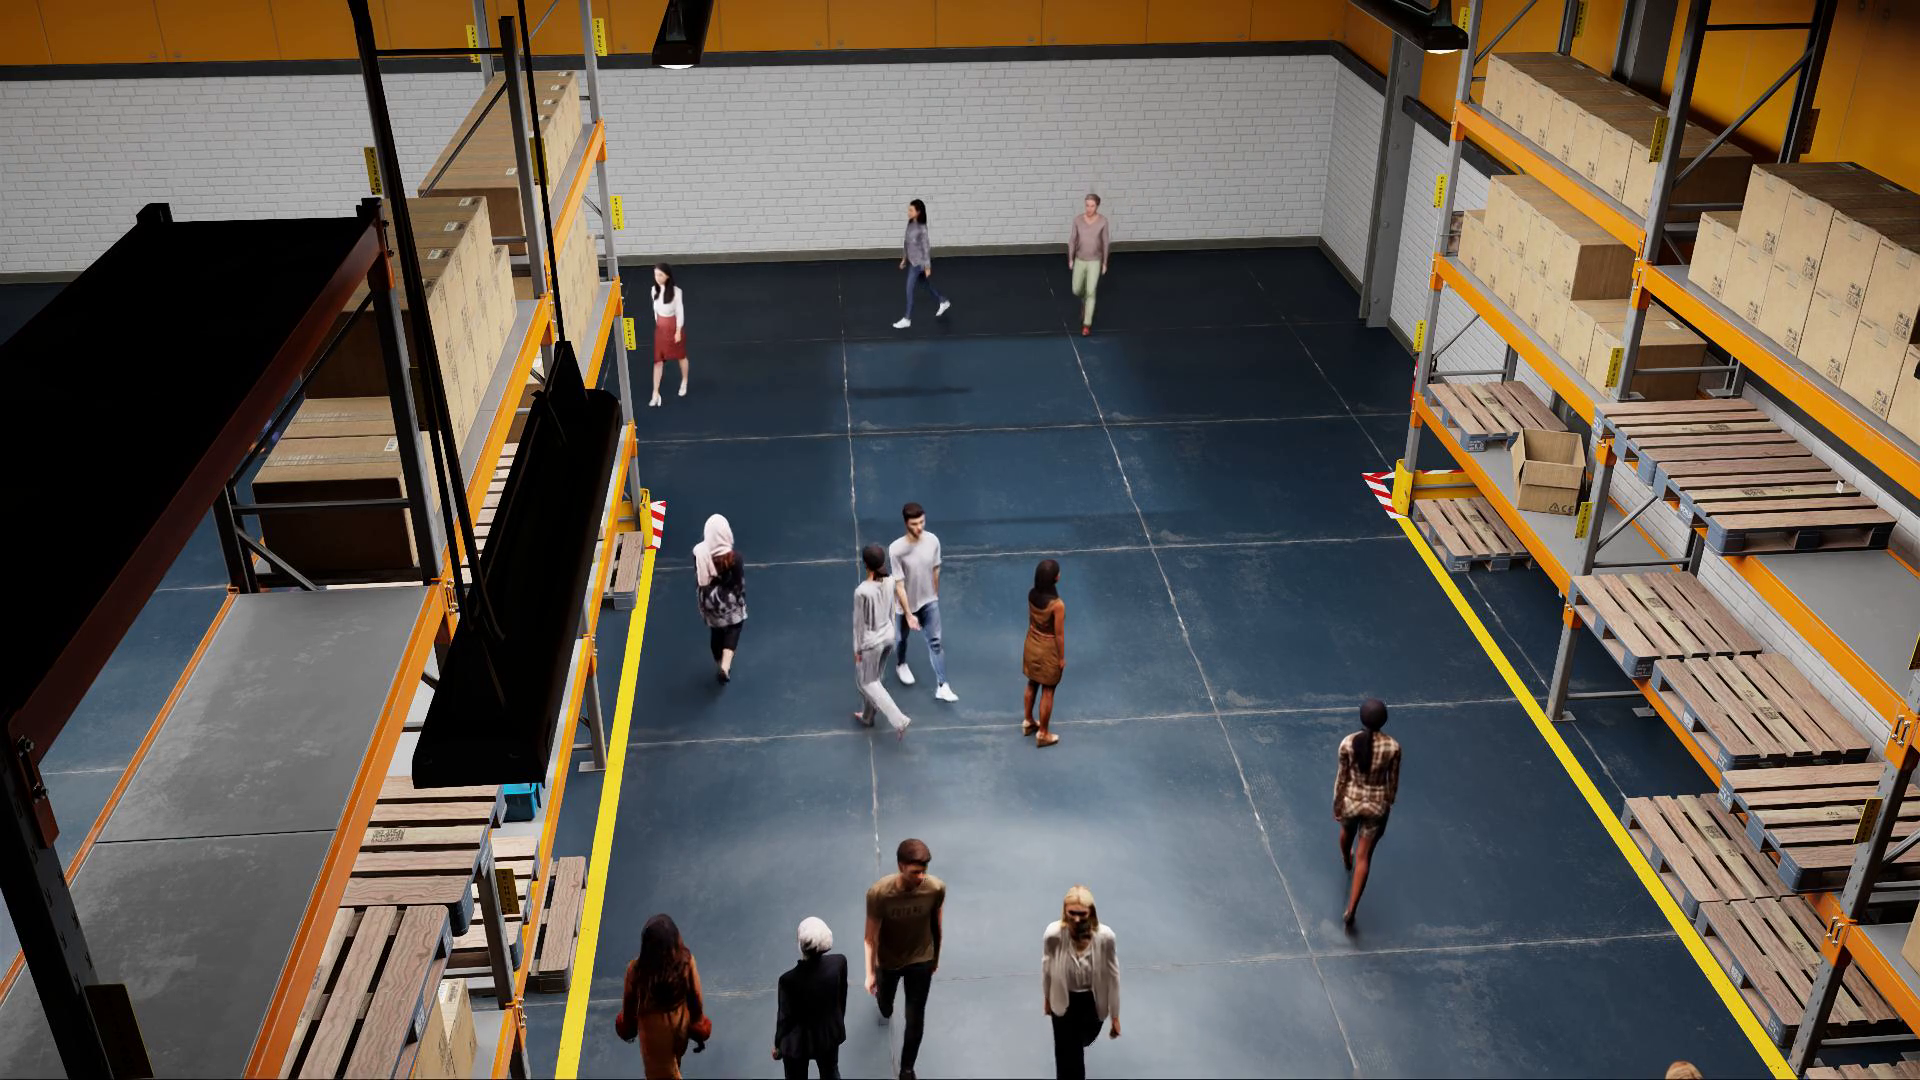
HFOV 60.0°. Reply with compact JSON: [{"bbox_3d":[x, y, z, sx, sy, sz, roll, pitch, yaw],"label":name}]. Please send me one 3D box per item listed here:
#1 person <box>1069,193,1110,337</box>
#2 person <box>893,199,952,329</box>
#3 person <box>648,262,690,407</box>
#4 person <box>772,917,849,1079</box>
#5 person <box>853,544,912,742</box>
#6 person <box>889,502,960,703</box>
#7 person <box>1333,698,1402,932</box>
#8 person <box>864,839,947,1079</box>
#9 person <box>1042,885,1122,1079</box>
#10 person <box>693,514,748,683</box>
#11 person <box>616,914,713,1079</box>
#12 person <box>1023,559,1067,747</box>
[{"bbox_3d":[1.702,-3.668,21.890,0.884,1.857,1.085,7,29,12],"label":"person"},{"bbox_3d":[-0.481,-3.693,22.103,0.950,1.697,1.164,-12,31,-22],"label":"person"},{"bbox_3d":[-3.410,-2.485,19.869,0.912,1.716,1.090,11,31,20],"label":"person"},{"bbox_3d":[-0.927,2.941,9.862,0.823,1.782,0.740,-17,33,-28],"label":"person"},{"bbox_3d":[-0.638,0.872,13.676,0.920,1.752,1.024,-25,37,-38],"label":"person"},{"bbox_3d":[-0.442,0.472,14.308,0.947,1.850,1.201,-15,32,-25],"label":"person"},{"bbox_3d":[2.836,1.968,11.682,0.875,1.738,1.158,9,30,16],"label":"person"},{"bbox_3d":[-0.370,2.580,10.475,0.724,1.819,1.165,-3,29,-6],"label":"person"},{"bbox_3d":[0.734,2.789,10.096,0.704,1.816,1.171,1,29,1],"label":"person"},{"bbox_3d":[-2.094,0.561,14.380,0.734,1.625,0.834,5,29,9],"label":"person"},{"bbox_3d":[-1.715,3.003,9.846,0.935,1.680,1.272,-11,31,-20],"label":"person"},{"bbox_3d":[0.692,0.918,13.665,0.705,1.684,0.607,-19,34,-31],"label":"person"}]
